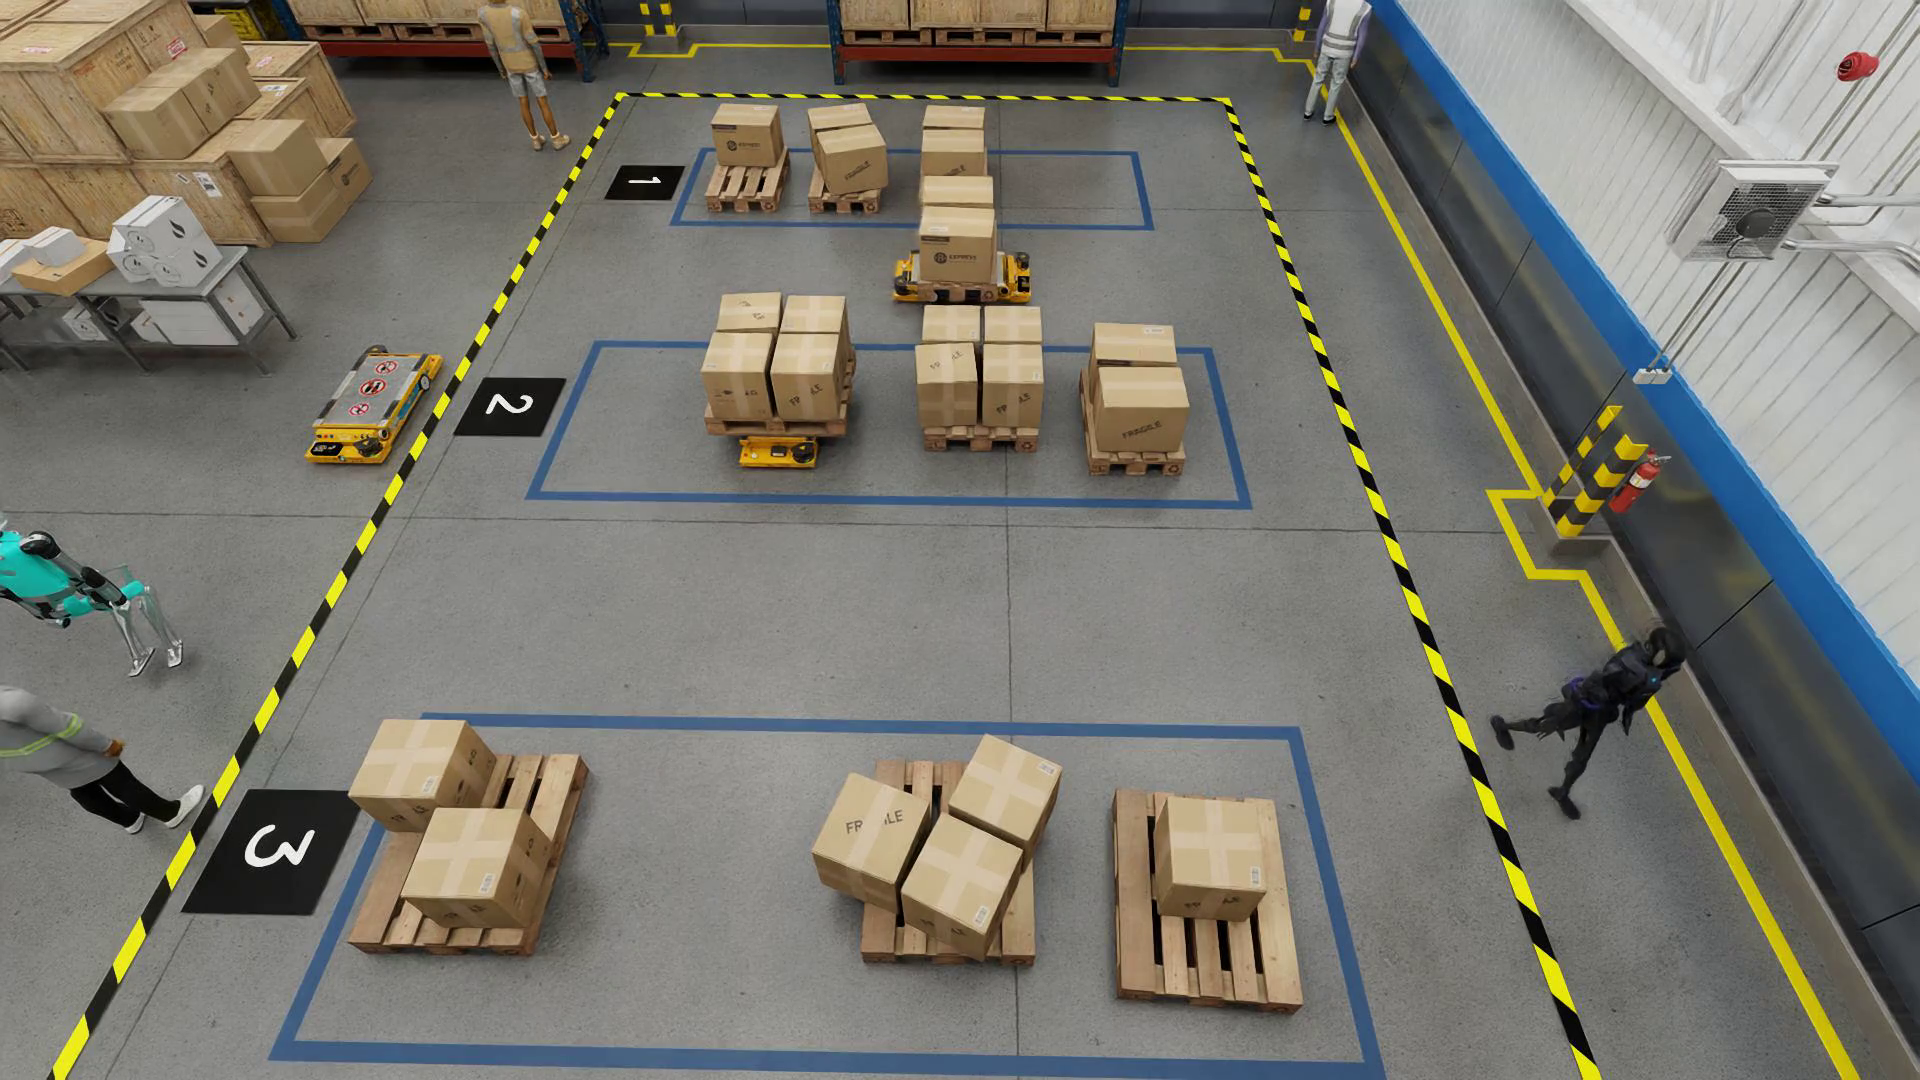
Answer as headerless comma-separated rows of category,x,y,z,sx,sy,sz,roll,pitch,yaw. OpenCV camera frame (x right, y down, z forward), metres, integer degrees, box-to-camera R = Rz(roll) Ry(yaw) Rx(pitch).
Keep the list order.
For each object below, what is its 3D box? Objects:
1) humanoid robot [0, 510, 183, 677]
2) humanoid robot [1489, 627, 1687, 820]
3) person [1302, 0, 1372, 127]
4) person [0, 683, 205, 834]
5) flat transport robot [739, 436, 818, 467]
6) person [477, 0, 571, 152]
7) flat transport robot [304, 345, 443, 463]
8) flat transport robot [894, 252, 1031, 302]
humanoid robot,-5.829,0.262,6.095,0.533,1.677,0.735,-12,51,-10
humanoid robot,3.860,1.034,5.599,0.598,1.622,0.788,-8,50,-6
person,4.785,-6.209,11.598,0.597,1.827,0.403,29,56,22
person,-5.242,1.185,5.330,0.587,1.848,0.398,-4,50,-3
flat transport robot,-1.582,-1.235,8.394,0.652,0.197,1.431,1,50,1
person,-5.291,-5.750,11.075,0.613,2.035,0.391,1,50,0
flat transport robot,-5.383,-1.269,8.441,0.659,0.231,1.431,1,50,1
flat transport robot,0.031,-2.802,9.720,1.431,0.197,0.652,1,50,1
